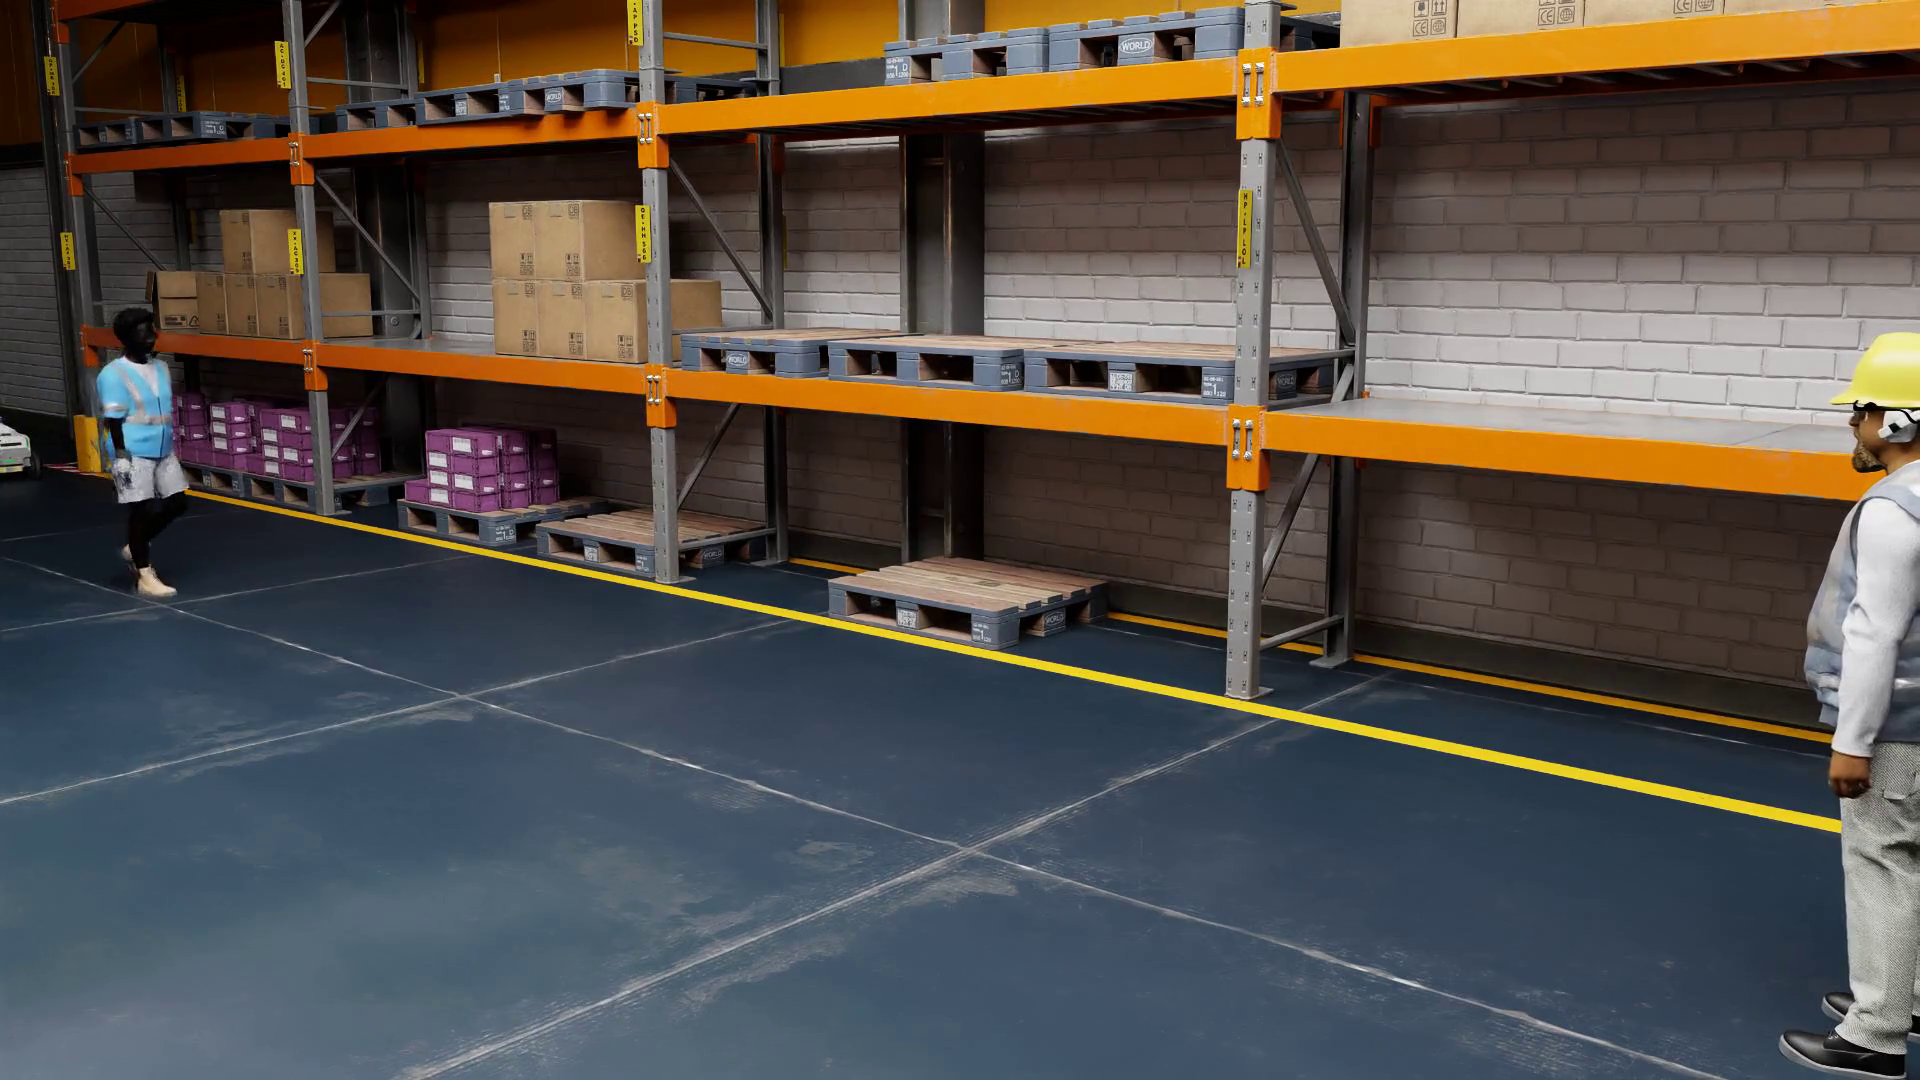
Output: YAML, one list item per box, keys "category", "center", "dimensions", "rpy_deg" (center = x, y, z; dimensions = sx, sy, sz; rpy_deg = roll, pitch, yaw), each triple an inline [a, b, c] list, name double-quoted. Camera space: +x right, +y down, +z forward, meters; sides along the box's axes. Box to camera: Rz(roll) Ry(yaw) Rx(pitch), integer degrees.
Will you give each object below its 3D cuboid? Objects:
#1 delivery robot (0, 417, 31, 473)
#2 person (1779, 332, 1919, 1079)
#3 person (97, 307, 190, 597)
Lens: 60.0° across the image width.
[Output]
- category: "delivery robot"
  center: [-8.365, -0.829, 14.463]
  dimensions: [0.477, 0.478, 0.707]
  rpy_deg: [-10, 14, -44]
- category: "person"
  center: [2.287, 0.410, 4.083]
  dimensions: [0.591, 1.823, 0.404]
  rpy_deg: [-10, 14, -43]
- category: "person"
  center: [-4.771, -0.503, 9.657]
  dimensions: [0.421, 1.688, 0.536]
  rpy_deg: [3, 10, 16]
